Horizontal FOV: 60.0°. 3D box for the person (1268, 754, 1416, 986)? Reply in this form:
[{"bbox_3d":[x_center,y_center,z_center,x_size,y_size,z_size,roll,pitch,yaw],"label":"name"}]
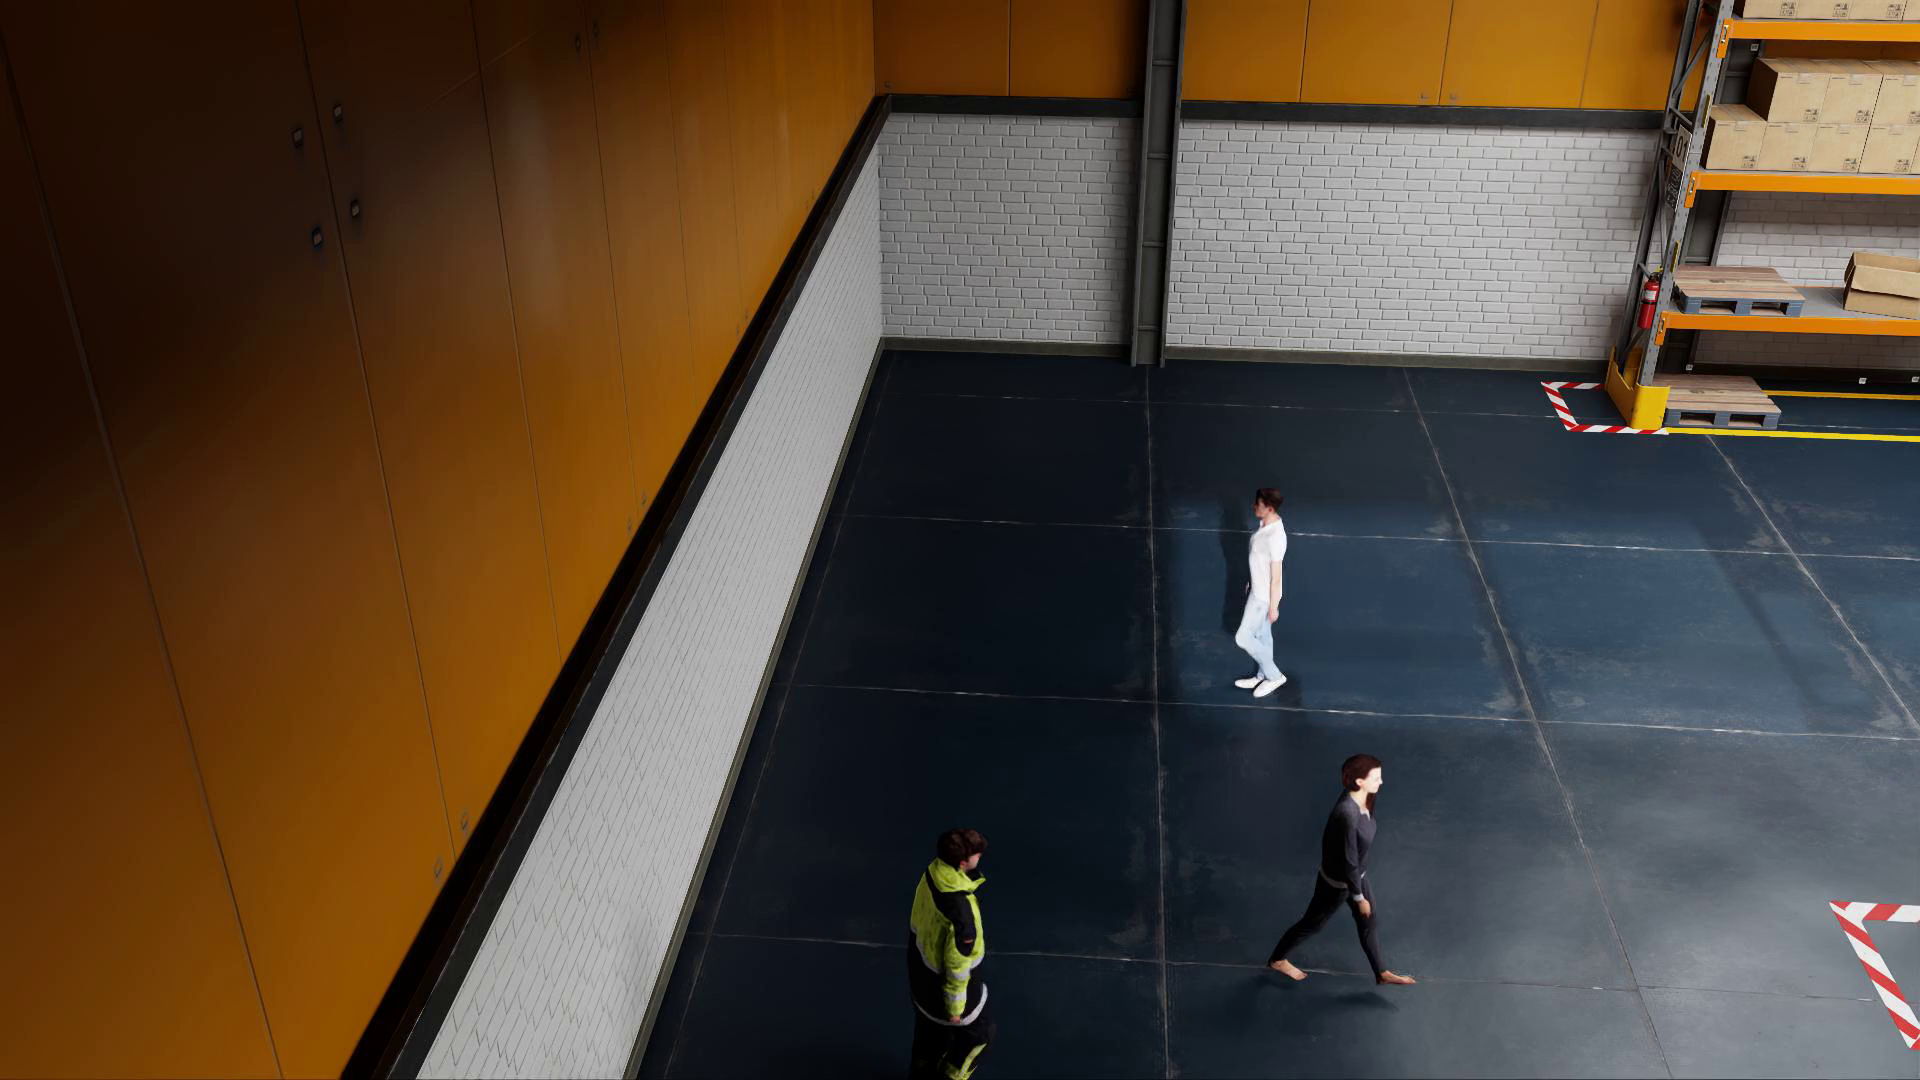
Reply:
[{"bbox_3d":[2.266,2.072,10.250,1.212,1.717,0.914,14,31,23],"label":"person"}]

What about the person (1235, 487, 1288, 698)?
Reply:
[{"bbox_3d":[2.497,0.424,13.142,0.656,1.840,0.647,3,29,6],"label":"person"}]

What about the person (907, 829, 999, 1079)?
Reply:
[{"bbox_3d":[-0.166,2.439,9.323,0.906,1.959,0.909,-12,31,-21],"label":"person"}]
